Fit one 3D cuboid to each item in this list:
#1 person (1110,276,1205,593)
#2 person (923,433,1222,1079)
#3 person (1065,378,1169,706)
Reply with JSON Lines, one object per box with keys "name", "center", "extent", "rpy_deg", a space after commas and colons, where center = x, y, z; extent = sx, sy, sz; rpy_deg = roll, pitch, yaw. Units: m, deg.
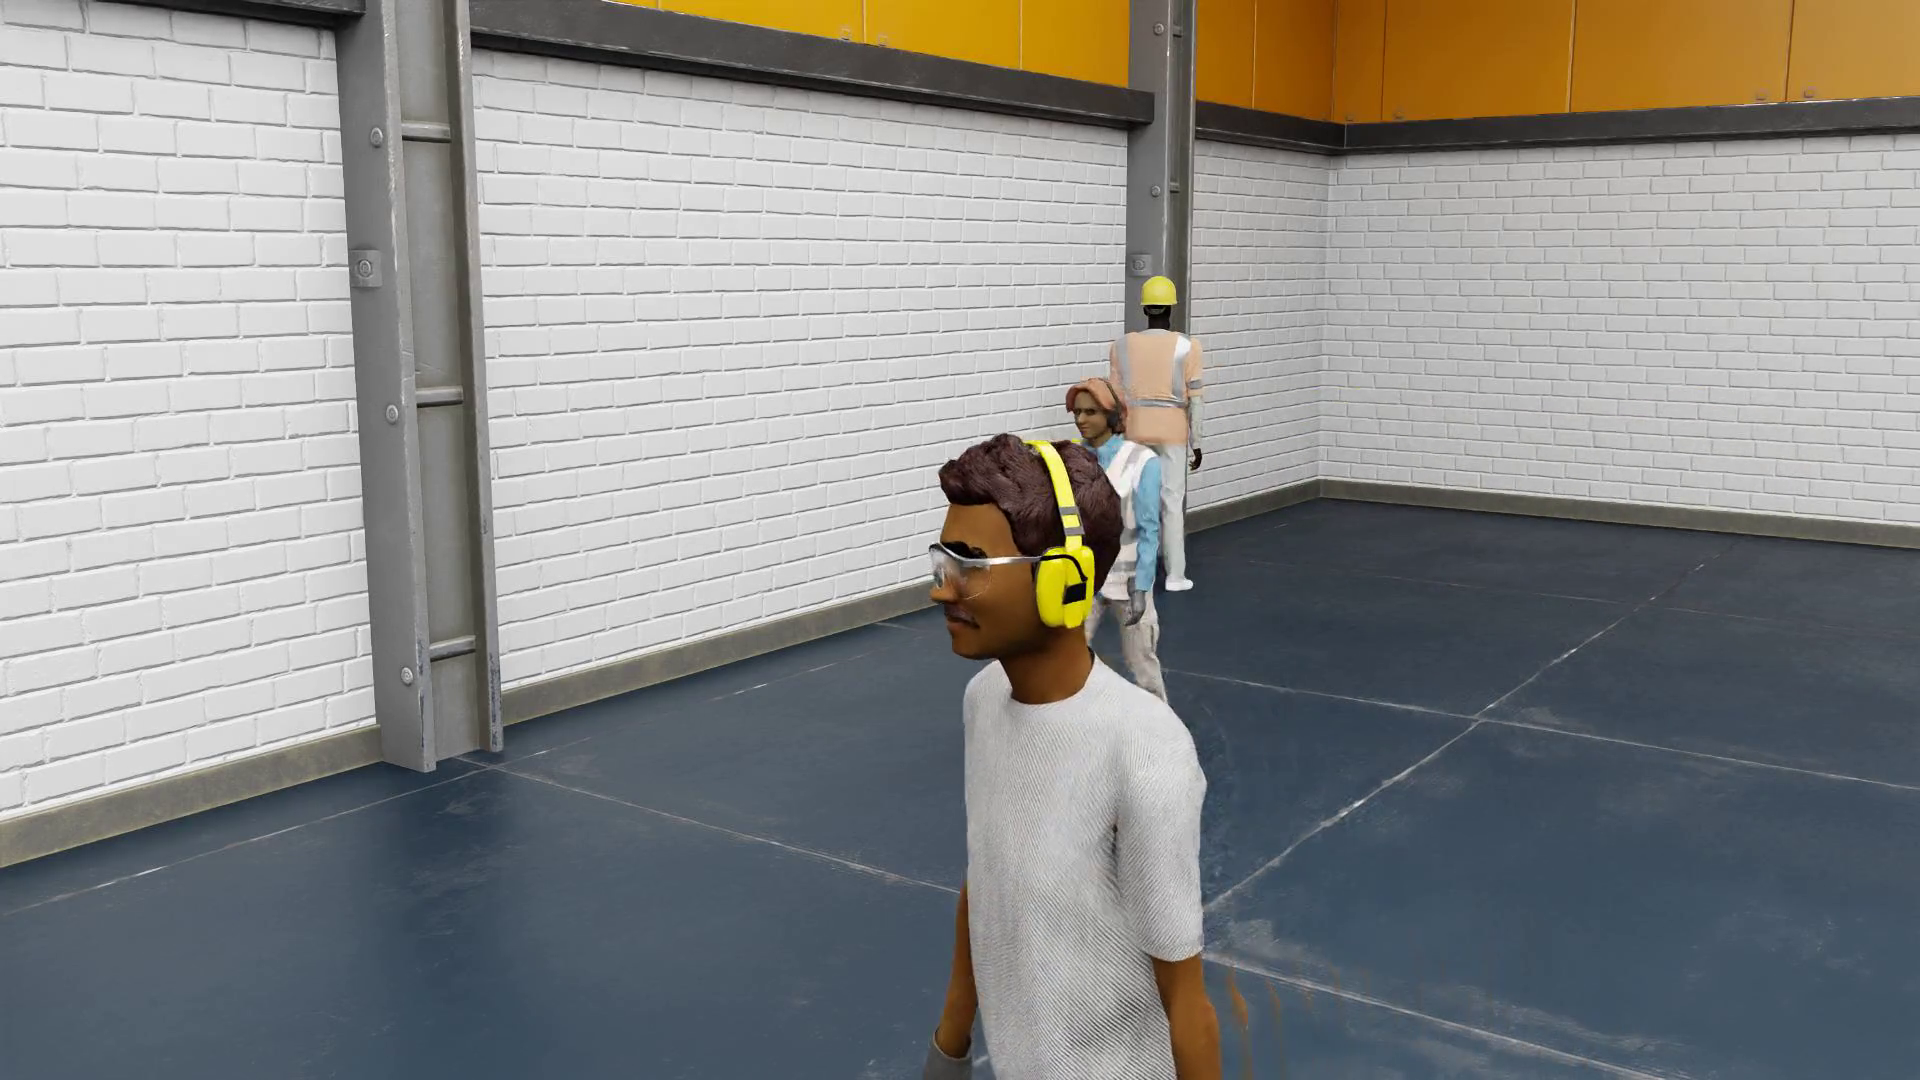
{"name": "person", "center": [1.197, -0.633, 10.139], "extent": [0.587, 1.930, 0.362], "rpy_deg": [3, 10, 18]}
{"name": "person", "center": [0.188, 0.756, 2.209], "extent": [0.973, 1.827, 0.534], "rpy_deg": [-4, 10, -22]}
{"name": "person", "center": [0.581, 0.160, 6.430], "extent": [0.507, 1.595, 0.891], "rpy_deg": [6, 11, 31]}
